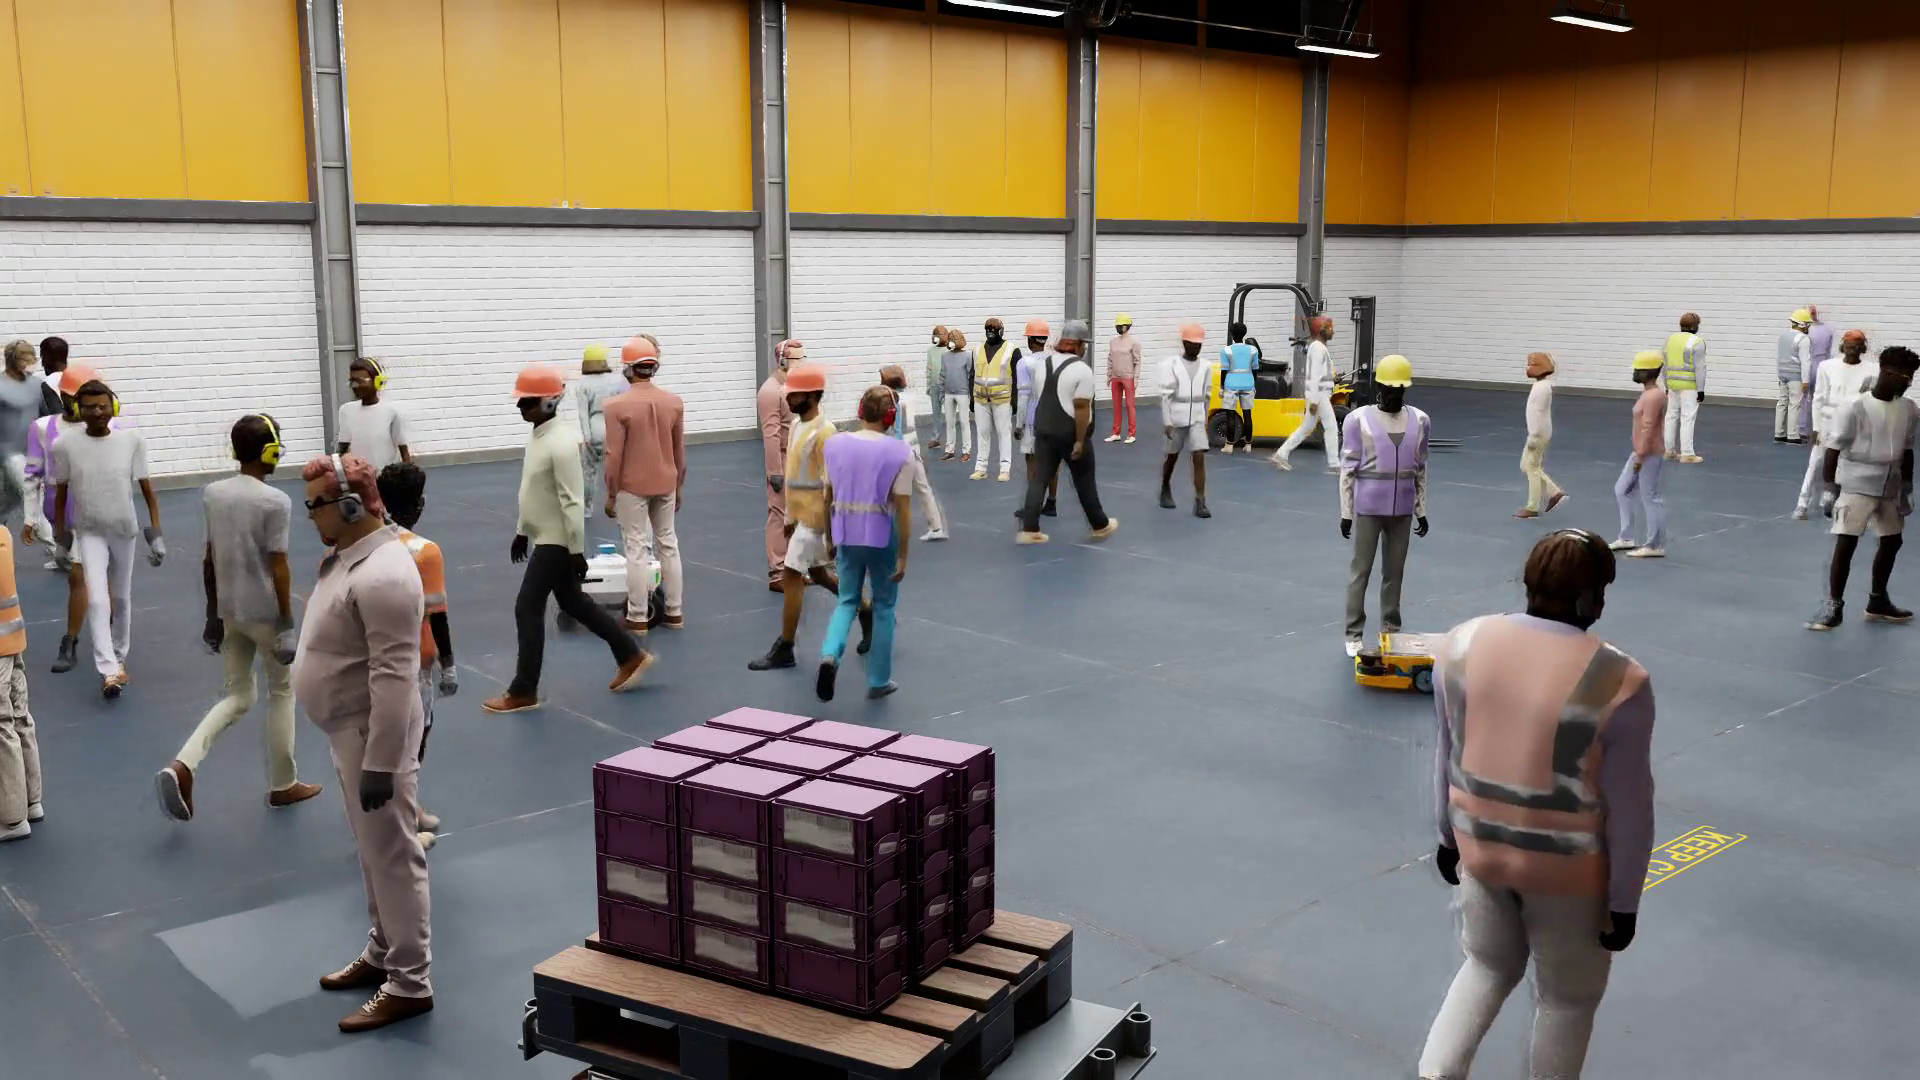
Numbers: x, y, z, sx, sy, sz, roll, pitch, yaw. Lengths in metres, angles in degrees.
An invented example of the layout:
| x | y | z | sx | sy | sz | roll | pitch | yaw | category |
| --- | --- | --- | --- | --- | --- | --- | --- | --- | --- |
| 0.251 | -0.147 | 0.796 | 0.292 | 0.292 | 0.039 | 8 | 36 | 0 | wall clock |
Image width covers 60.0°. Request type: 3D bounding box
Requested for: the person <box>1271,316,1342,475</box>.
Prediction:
| x | y | z | sx | sy | sz | roll | pitch | yaw | category |
| --- | --- | --- | --- | --- | --- | --- | --- | --- | --- |
| 4.103 | -1.678 | 19.342 | 0.926 | 1.851 | 0.585 | 2 | 10 | 9 | person |

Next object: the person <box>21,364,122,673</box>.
| x | y | z | sx | sy | sz | roll | pitch | yaw | category |
| --- | --- | --- | --- | --- | --- | --- | --- | --- | --- |
| -5.535 | -0.179 | 10.496 | 0.566 | 1.887 | 0.988 | -1 | 10 | -5 | person |

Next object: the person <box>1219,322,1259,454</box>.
| x | y | z | sx | sy | sz | roll | pitch | yaw | category |
| --- | --- | --- | --- | --- | --- | --- | --- | --- | --- |
| 3.570 | -1.944 | 21.337 | 0.532 | 1.694 | 0.319 | -2 | 10 | -12 | person |

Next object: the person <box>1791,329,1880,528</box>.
| x | y | z | sx | sy | sz | roll | pitch | yaw | category |
| --- | --- | --- | --- | --- | --- | --- | --- | --- | --- |
| 8.346 | -1.059 | 15.712 | 0.693 | 1.868 | 0.457 | 7 | 12 | 35 | person |

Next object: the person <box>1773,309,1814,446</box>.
| x | y | z | sx | sy | sz | roll | pitch | yaw | category |
| --- | --- | --- | --- | --- | --- | --- | --- | --- | --- |
| 11.220 | -2.184 | 22.345 | 0.404 | 1.827 | 0.600 | -1 | 10 | -9 | person |

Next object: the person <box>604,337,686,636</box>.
| x | y | z | sx | sy | sz | roll | pitch | yaw | category |
| --- | --- | --- | --- | --- | --- | --- | --- | --- | --- |
| -2.119 | -0.359 | 11.176 | 0.615 | 1.993 | 0.388 | -9 | 13 | -42 | person |

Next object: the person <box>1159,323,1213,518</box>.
| x | y | z | sx | sy | sz | roll | pitch | yaw | category |
| --- | --- | --- | --- | --- | --- | --- | --- | --- | --- |
| 2.215 | -1.199 | 16.416 | 0.549 | 1.899 | 0.971 | -2 | 10 | -11 | person |

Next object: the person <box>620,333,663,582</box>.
| x | y | z | sx | sy | sz | roll | pitch | yaw | category |
| --- | --- | --- | --- | --- | --- | --- | --- | --- | --- |
| -2.452 | -0.640 | 12.984 | 0.362 | 1.938 | 0.635 | -4 | 10 | -20 | person |

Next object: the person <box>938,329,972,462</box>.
| x | y | z | sx | sy | sz | roll | pitch | yaw | category |
| --- | --- | --- | --- | --- | --- | --- | --- | --- | --- |
| -0.044 | -1.787 | 20.589 | 0.508 | 1.632 | 0.264 | 6 | 11 | 32 | person |

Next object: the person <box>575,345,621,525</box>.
| x | y | z | sx | sy | sz | roll | pitch | yaw | category |
| --- | --- | --- | --- | --- | --- | --- | --- | --- | --- |
| -3.412 | -1.001 | 15.827 | 0.486 | 1.691 | 0.956 | -5 | 11 | -27 | person |

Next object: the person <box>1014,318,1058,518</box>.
| x | y | z | sx | sy | sz | roll | pitch | yaw | category |
| --- | --- | --- | --- | --- | --- | --- | --- | --- | --- |
| 0.743 | -1.151 | 16.097 | 0.542 | 1.899 | 0.357 | -7 | 12 | -37 | person |

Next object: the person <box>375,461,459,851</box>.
| x | y | z | sx | sy | sz | roll | pitch | yaw | category |
| --- | --- | --- | --- | --- | --- | --- | --- | --- | --- |
| -2.314 | 0.503 | 7.052 | 0.552 | 1.668 | 0.505 | 8 | 12 | 38 | person |

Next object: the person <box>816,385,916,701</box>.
| x | y | z | sx | sy | sz | roll | pitch | yaw | category |
| --- | --- | --- | --- | --- | --- | --- | --- | --- | --- |
| -0.539 | 0.041 | 9.351 | 0.588 | 1.816 | 0.656 | 3 | 10 | 19 | person |

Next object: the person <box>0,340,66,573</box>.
| x | y | z | sx | sy | sz | roll | pitch | yaw | category |
| --- | --- | --- | --- | --- | --- | --- | --- | --- | --- |
| -7.483 | -0.653 | 13.286 | 1.059 | 1.877 | 0.649 | 1 | 10 | 6 | person |

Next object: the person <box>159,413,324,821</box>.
| x | y | z | sx | sy | sz | roll | pitch | yaw | category |
| --- | --- | --- | --- | --- | --- | --- | --- | --- | --- |
| -3.244 | 0.362 | 7.444 | 0.527 | 1.838 | 0.728 | 4 | 11 | 24 | person |

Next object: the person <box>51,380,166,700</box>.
| x | y | z | sx | sy | sz | roll | pitch | yaw | category |
| --- | --- | --- | --- | --- | --- | --- | --- | --- | --- |
| -4.891 | -0.002 | 9.577 | 0.556 | 1.822 | 0.944 | -6 | 11 | -32 | person |

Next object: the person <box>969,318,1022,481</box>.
| x | y | z | sx | sy | sz | roll | pitch | yaw | category |
| --- | --- | --- | --- | --- | --- | --- | --- | --- | --- |
| 0.377 | -1.580 | 18.770 | 0.621 | 1.845 | 0.429 | 4 | 11 | 23 | person |

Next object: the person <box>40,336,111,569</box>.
| x | y | z | sx | sy | sz | roll | pitch | yaw | category |
| --- | --- | --- | --- | --- | --- | --- | --- | --- | --- |
| -7.221 | -0.711 | 13.540 | 0.503 | 1.899 | 0.619 | 1 | 10 | 5 | person |

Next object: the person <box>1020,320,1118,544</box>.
| x | y | z | sx | sy | sz | roll | pitch | yaw | category |
| --- | --- | --- | --- | --- | --- | --- | --- | --- | --- |
| 0.946 | -0.989 | 14.727 | 1.030 | 2.000 | 0.691 | -9 | 13 | -43 | person |

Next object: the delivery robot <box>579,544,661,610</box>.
| x | y | z | sx | sy | sz | roll | pitch | yaw | category |
| --- | --- | --- | --- | --- | --- | --- | --- | --- | --- |
| -2.410 | 0.273 | 11.409 | 0.707 | 0.478 | 0.477 | -2 | 10 | -9 | delivery robot |

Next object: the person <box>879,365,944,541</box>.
| x | y | z | sx | sy | sz | roll | pitch | yaw | category |
| --- | --- | --- | --- | --- | --- | --- | --- | --- | --- |
| -0.550 | -0.759 | 14.717 | 0.892 | 1.576 | 0.539 | 3 | 10 | 19 | person |

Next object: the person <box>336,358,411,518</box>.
| x | y | z | sx | sy | sz | roll | pitch | yaw | category |
| --- | --- | --- | --- | --- | --- | --- | --- | --- | --- |
| -4.065 | -0.319 | 11.389 | 0.532 | 1.848 | 0.677 | 4 | 10 | 20 | person |

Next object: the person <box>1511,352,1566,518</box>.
| x | y | z | sx | sy | sz | roll | pitch | yaw | category |
| --- | --- | --- | --- | --- | --- | --- | --- | --- | --- |
| 5.591 | -1.000 | 16.039 | 0.398 | 1.620 | 0.500 | 3 | 10 | 20 | person |

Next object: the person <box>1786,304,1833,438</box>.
| x | y | z | sx | sy | sz | roll | pitch | yaw | category |
| --- | --- | --- | --- | --- | --- | --- | --- | --- | --- |
| 11.771 | -2.302 | 22.916 | 0.649 | 1.876 | 0.714 | -4 | 10 | -21 | person |

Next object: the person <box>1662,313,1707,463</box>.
| x | y | z | sx | sy | sz | roll | pitch | yaw | category |
| --- | --- | --- | --- | --- | --- | --- | --- | --- | --- |
| 8.946 | -1.875 | 20.504 | 0.429 | 1.841 | 0.633 | -4 | 10 | -21 | person |

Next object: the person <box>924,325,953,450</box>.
| x | y | z | sx | sy | sz | roll | pitch | yaw | category |
| --- | --- | --- | --- | --- | --- | --- | --- | --- | --- |
| -0.237 | -2.003 | 21.855 | 0.502 | 1.632 | 0.279 | 7 | 12 | 36 | person |

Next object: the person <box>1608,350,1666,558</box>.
| x | y | z | sx | sy | sz | roll | pitch | yaw | category |
| --- | --- | --- | --- | --- | --- | --- | --- | --- | --- |
| 5.674 | -0.723 | 14.013 | 0.585 | 1.749 | 0.552 | 3 | 10 | 17 | person |

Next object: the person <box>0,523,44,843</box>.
| x | y | z | sx | sy | sz | roll | pitch | yaw | category |
| --- | --- | --- | --- | --- | --- | --- | --- | --- | --- |
| -4.214 | 0.497 | 7.207 | 0.311 | 1.638 | 0.523 | -2 | 10 | -13 | person |

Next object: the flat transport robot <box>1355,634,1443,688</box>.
| x | y | z | sx | sy | sz | roll | pitch | yaw | category |
| --- | --- | --- | --- | --- | --- | --- | --- | --- | --- |
| 3.080 | 0.728 | 9.850 | 1.431 | 0.197 | 0.652 | 2 | 10 | 12 | flat transport robot |

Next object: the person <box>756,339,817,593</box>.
| x | y | z | sx | sy | sz | roll | pitch | yaw | category |
| --- | --- | --- | --- | --- | --- | --- | --- | --- | --- |
| -1.271 | -0.560 | 12.607 | 0.407 | 1.910 | 0.639 | 3 | 10 | 18 | person |

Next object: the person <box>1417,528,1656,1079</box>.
| x | y | z | sx | sy | sz | roll | pitch | yaw | category |
| --- | --- | --- | --- | --- | --- | --- | --- | --- | --- |
| 1.513 | 0.875 | 4.457 | 0.584 | 1.823 | 0.641 | -9 | 13 | -41 | person |

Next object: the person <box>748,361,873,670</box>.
| x | y | z | sx | sy | sz | roll | pitch | yaw | category |
| --- | --- | --- | --- | --- | --- | --- | --- | --- | --- |
| -0.860 | -0.161 | 10.304 | 0.932 | 1.912 | 0.549 | -4 | 10 | -22 | person |

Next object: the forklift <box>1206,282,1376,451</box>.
| x | y | z | sx | sy | sz | roll | pitch | yaw | category |
| --- | --- | --- | --- | --- | --- | --- | --- | --- | --- |
| 4.328 | -2.346 | 22.227 | 2.313 | 2.155 | 1.214 | 3 | 10 | 16 | forklift |

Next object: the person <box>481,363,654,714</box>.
| x | y | z | sx | sy | sz | roll | pitch | yaw | category |
| --- | --- | --- | --- | --- | --- | --- | --- | --- | --- |
| -2.219 | -0.030 | 9.390 | 0.972 | 1.957 | 0.618 | -4 | 11 | -24 | person |

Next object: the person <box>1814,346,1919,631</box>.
| x | y | z | sx | sy | sz | roll | pitch | yaw | category |
| --- | --- | --- | --- | --- | --- | --- | --- | --- | --- |
| 6.199 | -0.344 | 11.299 | 0.894 | 1.933 | 0.413 | -2 | 10 | -13 | person |

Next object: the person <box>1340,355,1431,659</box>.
| x | y | z | sx | sy | sz | roll | pitch | yaw | category |
| --- | --- | --- | --- | --- | --- | --- | --- | --- | --- |
| 2.686 | -0.206 | 10.487 | 0.594 | 1.922 | 0.385 | -2 | 10 | -12 | person |

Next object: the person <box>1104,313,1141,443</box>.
| x | y | z | sx | sy | sz | roll | pitch | yaw | category |
| --- | --- | --- | --- | --- | --- | --- | --- | --- | --- |
| 2.207 | -2.194 | 22.590 | 0.533 | 1.768 | 0.311 | 9 | 13 | 41 | person |

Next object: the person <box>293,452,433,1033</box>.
| x | y | z | sx | sy | sz | roll | pitch | yaw | category |
| --- | --- | --- | --- | --- | --- | --- | --- | --- | --- |
| -1.978 | 0.656 | 5.511 | 0.407 | 1.902 | 0.639 | -5 | 11 | -27 | person |
